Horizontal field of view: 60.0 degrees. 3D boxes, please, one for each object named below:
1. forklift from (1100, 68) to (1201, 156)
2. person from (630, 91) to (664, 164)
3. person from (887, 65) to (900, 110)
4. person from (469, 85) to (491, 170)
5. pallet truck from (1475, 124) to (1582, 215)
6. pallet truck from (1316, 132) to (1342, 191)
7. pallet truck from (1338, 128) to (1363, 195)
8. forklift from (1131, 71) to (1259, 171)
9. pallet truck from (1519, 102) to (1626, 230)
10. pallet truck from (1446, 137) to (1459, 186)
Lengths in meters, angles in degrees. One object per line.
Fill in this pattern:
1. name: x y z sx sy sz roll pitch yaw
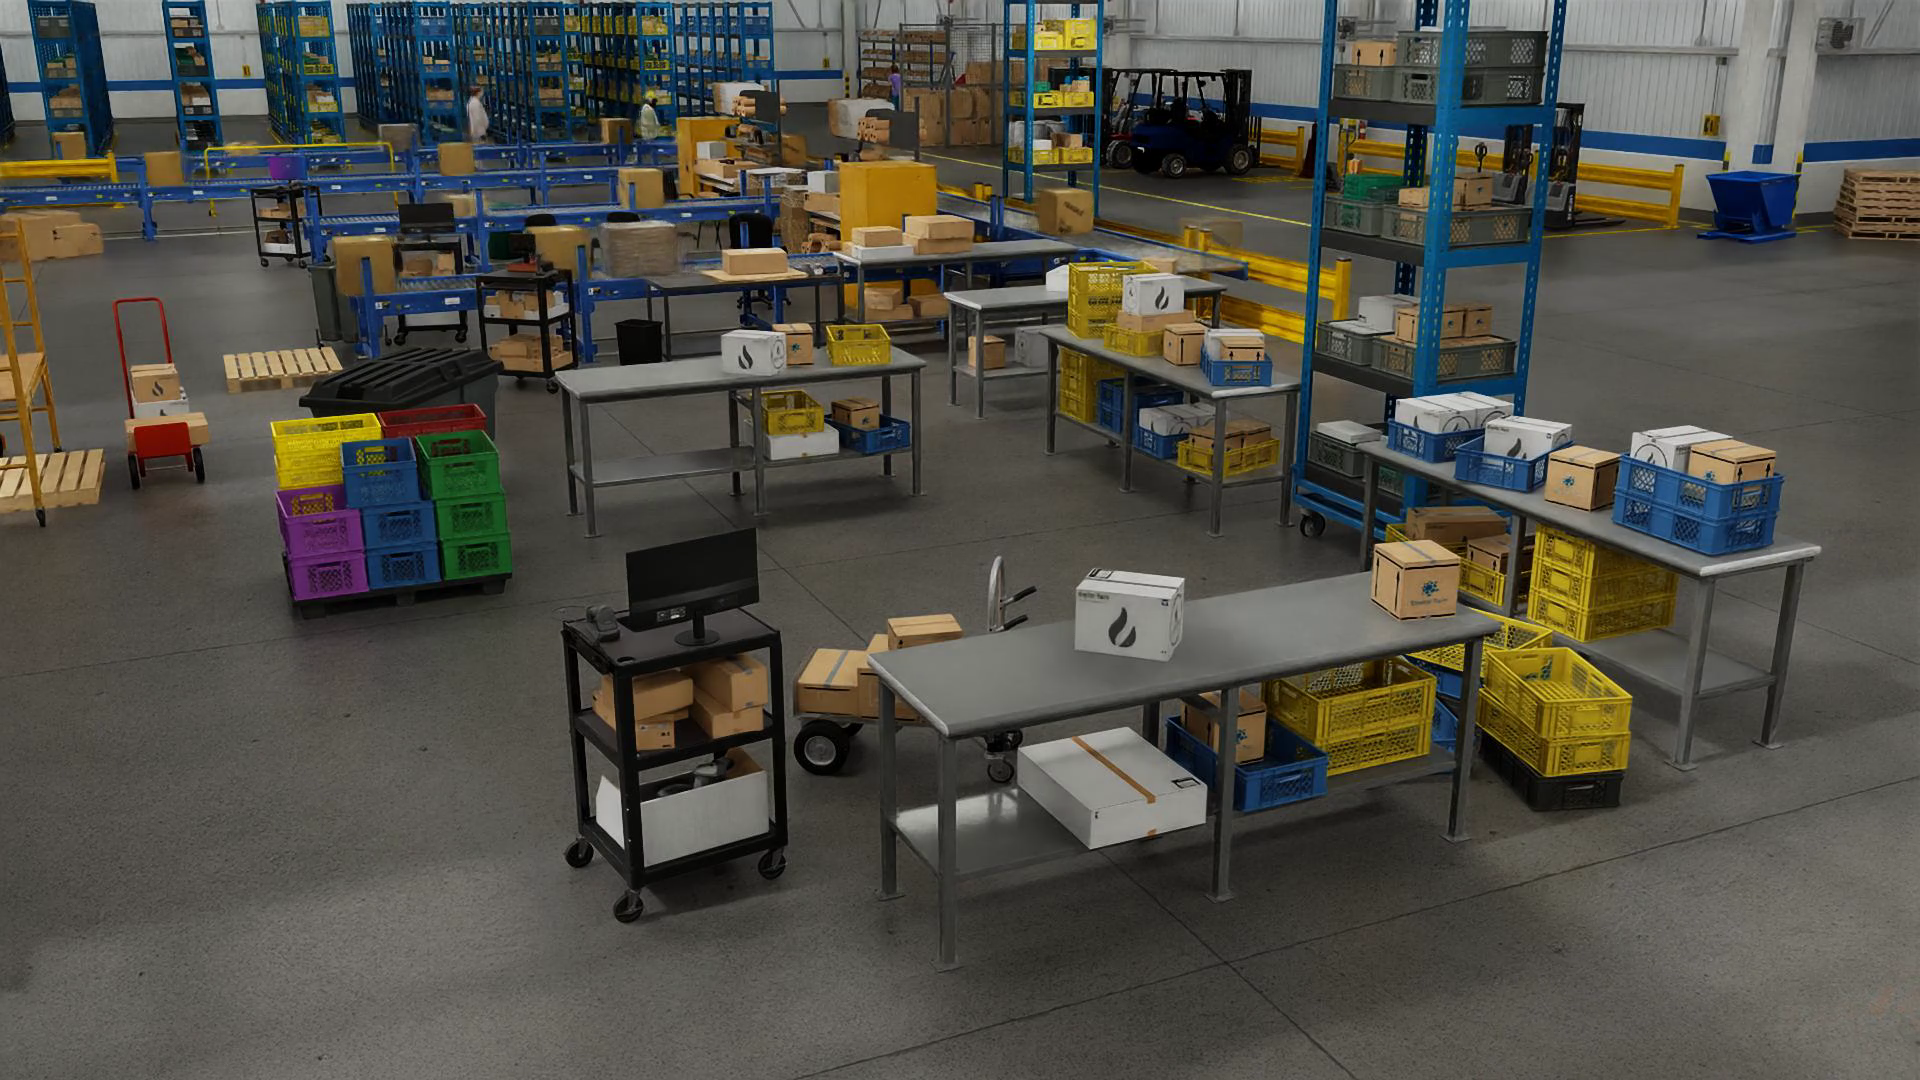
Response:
1. forklift: 4.082 -9.564 37.410 2.680 1.987 1.157 -8 19 -23
2. person: -6.662 -8.625 35.304 0.913 1.784 0.564 -1 18 -2
3. person: -1.948 -13.407 50.248 0.376 1.844 0.571 17 24 42
4. person: -10.091 -8.598 35.025 0.415 1.893 0.657 -5 18 -14
5. pallet truck: 9.707 -6.455 28.103 1.885 1.965 0.823 -7 19 -20
6. pallet truck: 7.723 -7.504 32.656 1.601 1.201 0.680 -8 19 -23
7. pallet truck: 7.845 -7.140 31.411 1.522 1.261 0.704 -9 20 -25
8. forklift: 4.998 -8.936 35.413 2.680 1.987 1.157 -9 20 -25
9. pallet truck: 9.972 -6.037 26.785 1.885 1.965 0.823 -9 20 -25
10. pallet truck: 9.184 -6.485 29.328 1.630 1.274 0.653 -8 19 -23
